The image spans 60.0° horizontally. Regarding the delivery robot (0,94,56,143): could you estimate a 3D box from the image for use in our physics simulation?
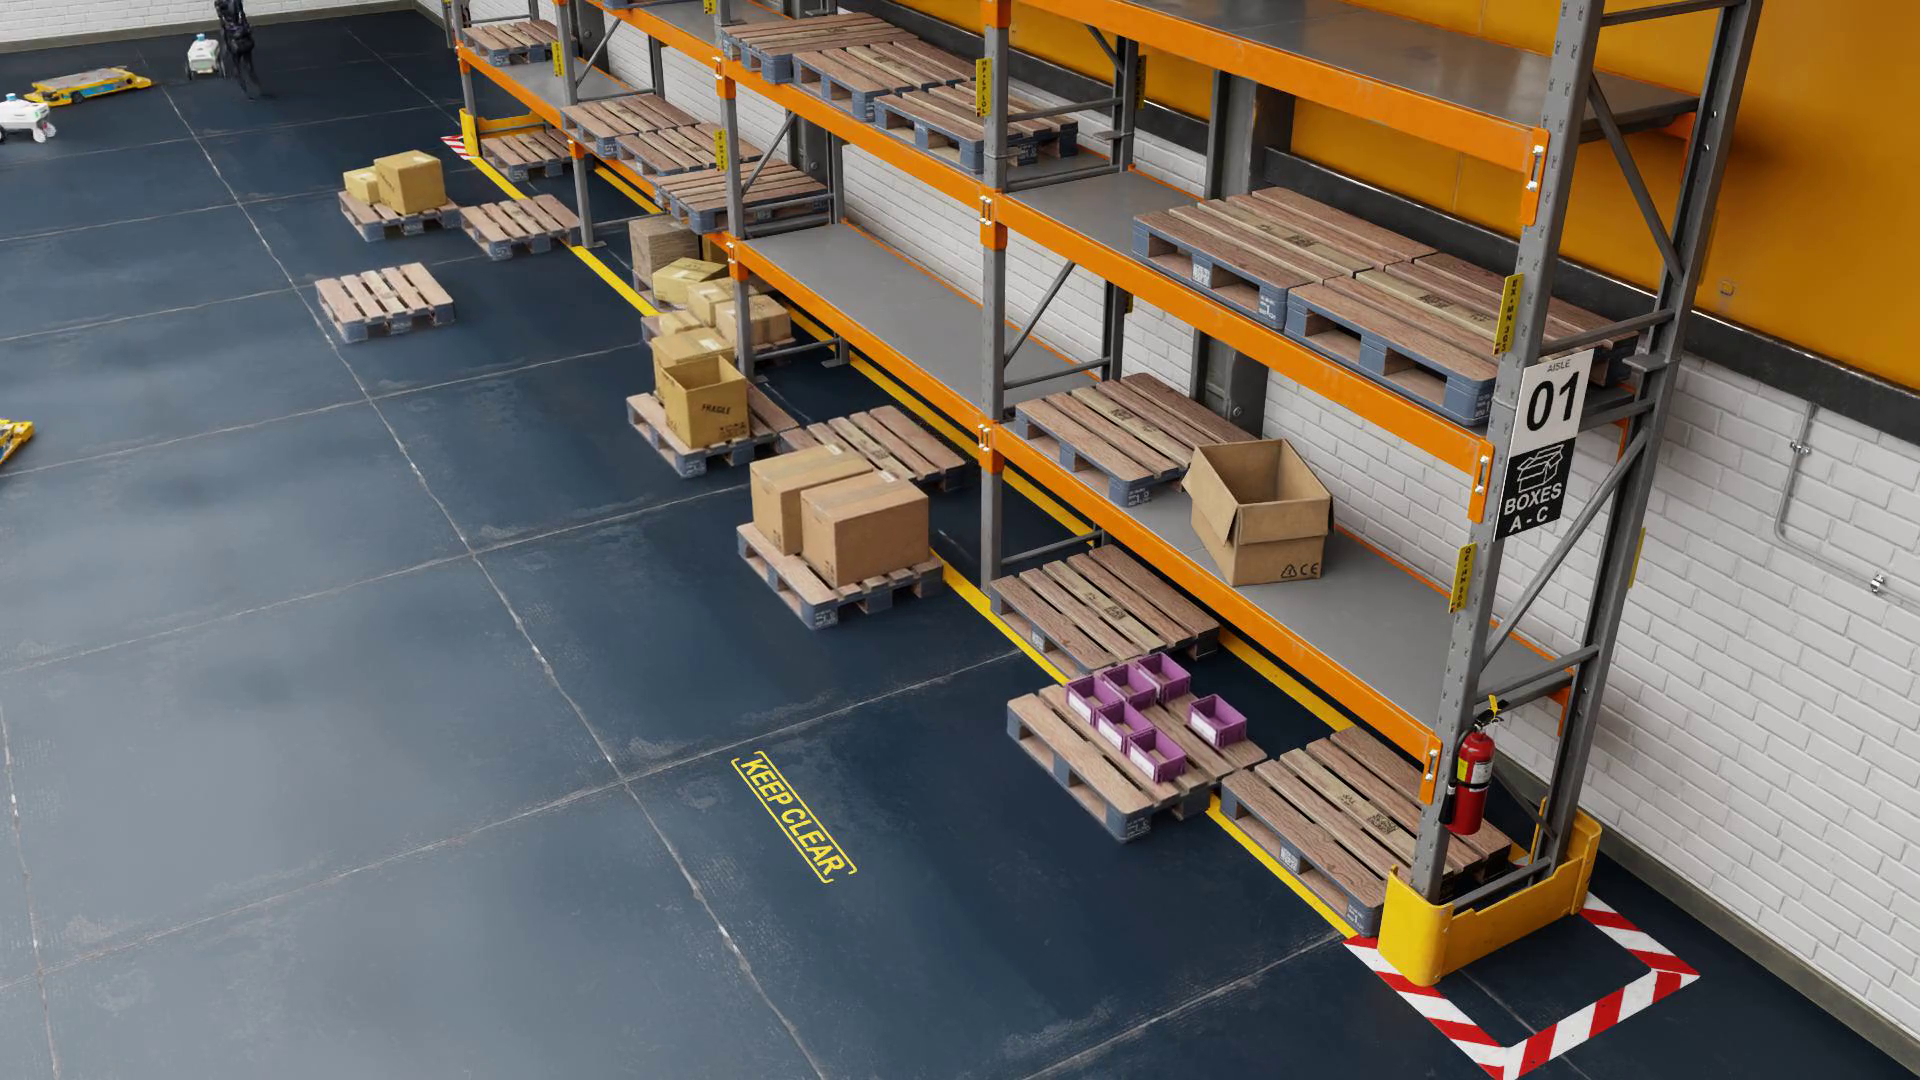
[{"bbox_3d":[-11.638,-5.213,20.514,0.745,0.565,0.499,-1,30,-1],"label":"delivery robot"}]

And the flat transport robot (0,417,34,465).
[{"bbox_3d":[-7.681,-0.583,12.660,0.659,0.231,1.431,-3,30,-5],"label":"flat transport robot"}]

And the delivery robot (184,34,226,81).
[{"bbox_3d":[-10.569,-6.755,23.277,0.499,0.603,0.803,-8,30,-13],"label":"delivery robot"}]

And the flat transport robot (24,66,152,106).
[{"bbox_3d":[-11.769,-6.121,22.438,0.659,0.231,1.431,20,35,32],"label":"flat transport robot"}]

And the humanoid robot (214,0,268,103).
[{"bbox_3d":[-9.489,-6.588,21.839,0.306,1.649,0.610,6,30,10],"label":"humanoid robot"}]
